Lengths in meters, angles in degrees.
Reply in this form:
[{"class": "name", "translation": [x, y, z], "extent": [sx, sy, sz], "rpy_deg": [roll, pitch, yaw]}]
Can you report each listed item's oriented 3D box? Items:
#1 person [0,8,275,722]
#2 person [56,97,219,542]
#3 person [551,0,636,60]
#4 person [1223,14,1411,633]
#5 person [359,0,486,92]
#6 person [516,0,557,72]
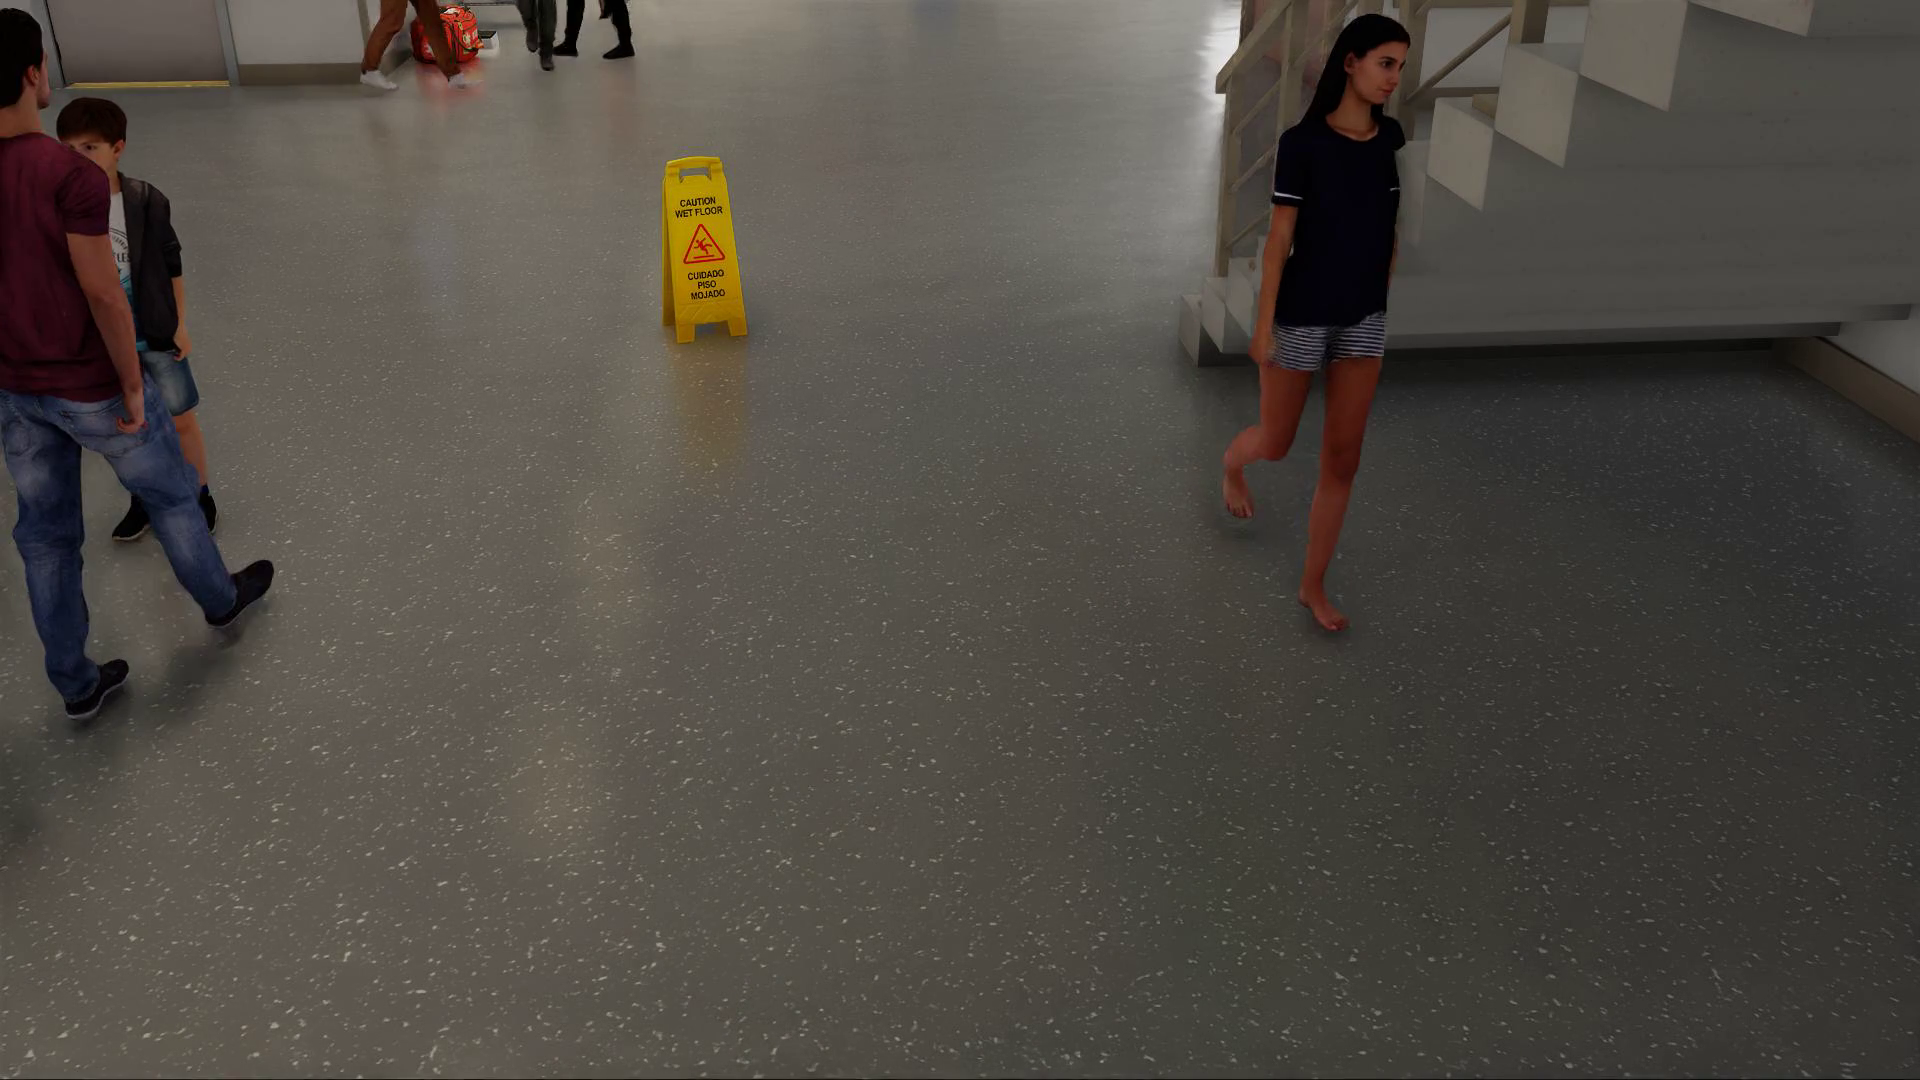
[{"class": "person", "translation": [-2.363, -0.381, 4.298], "extent": [0.792, 1.817, 1.063], "rpy_deg": [2, 26, 3]}, {"class": "person", "translation": [-2.681, -0.697, 5.381], "extent": [0.528, 1.446, 0.503], "rpy_deg": [-3, 26, -5]}, {"class": "person", "translation": [-2.915, -4.826, 13.620], "extent": [0.981, 1.727, 1.006], "rpy_deg": [-18, 31, -33]}, {"class": "person", "translation": [1.041, -0.649, 4.952], "extent": [0.693, 1.732, 1.078], "rpy_deg": [-6, 26, -12]}, {"class": "person", "translation": [-4.172, -4.178, 12.210], "extent": [0.903, 1.784, 1.144], "rpy_deg": [2, 26, 4]}, {"class": "person", "translation": [-3.380, -4.595, 13.246], "extent": [0.643, 1.636, 0.942], "rpy_deg": [-2, 26, -5]}]
